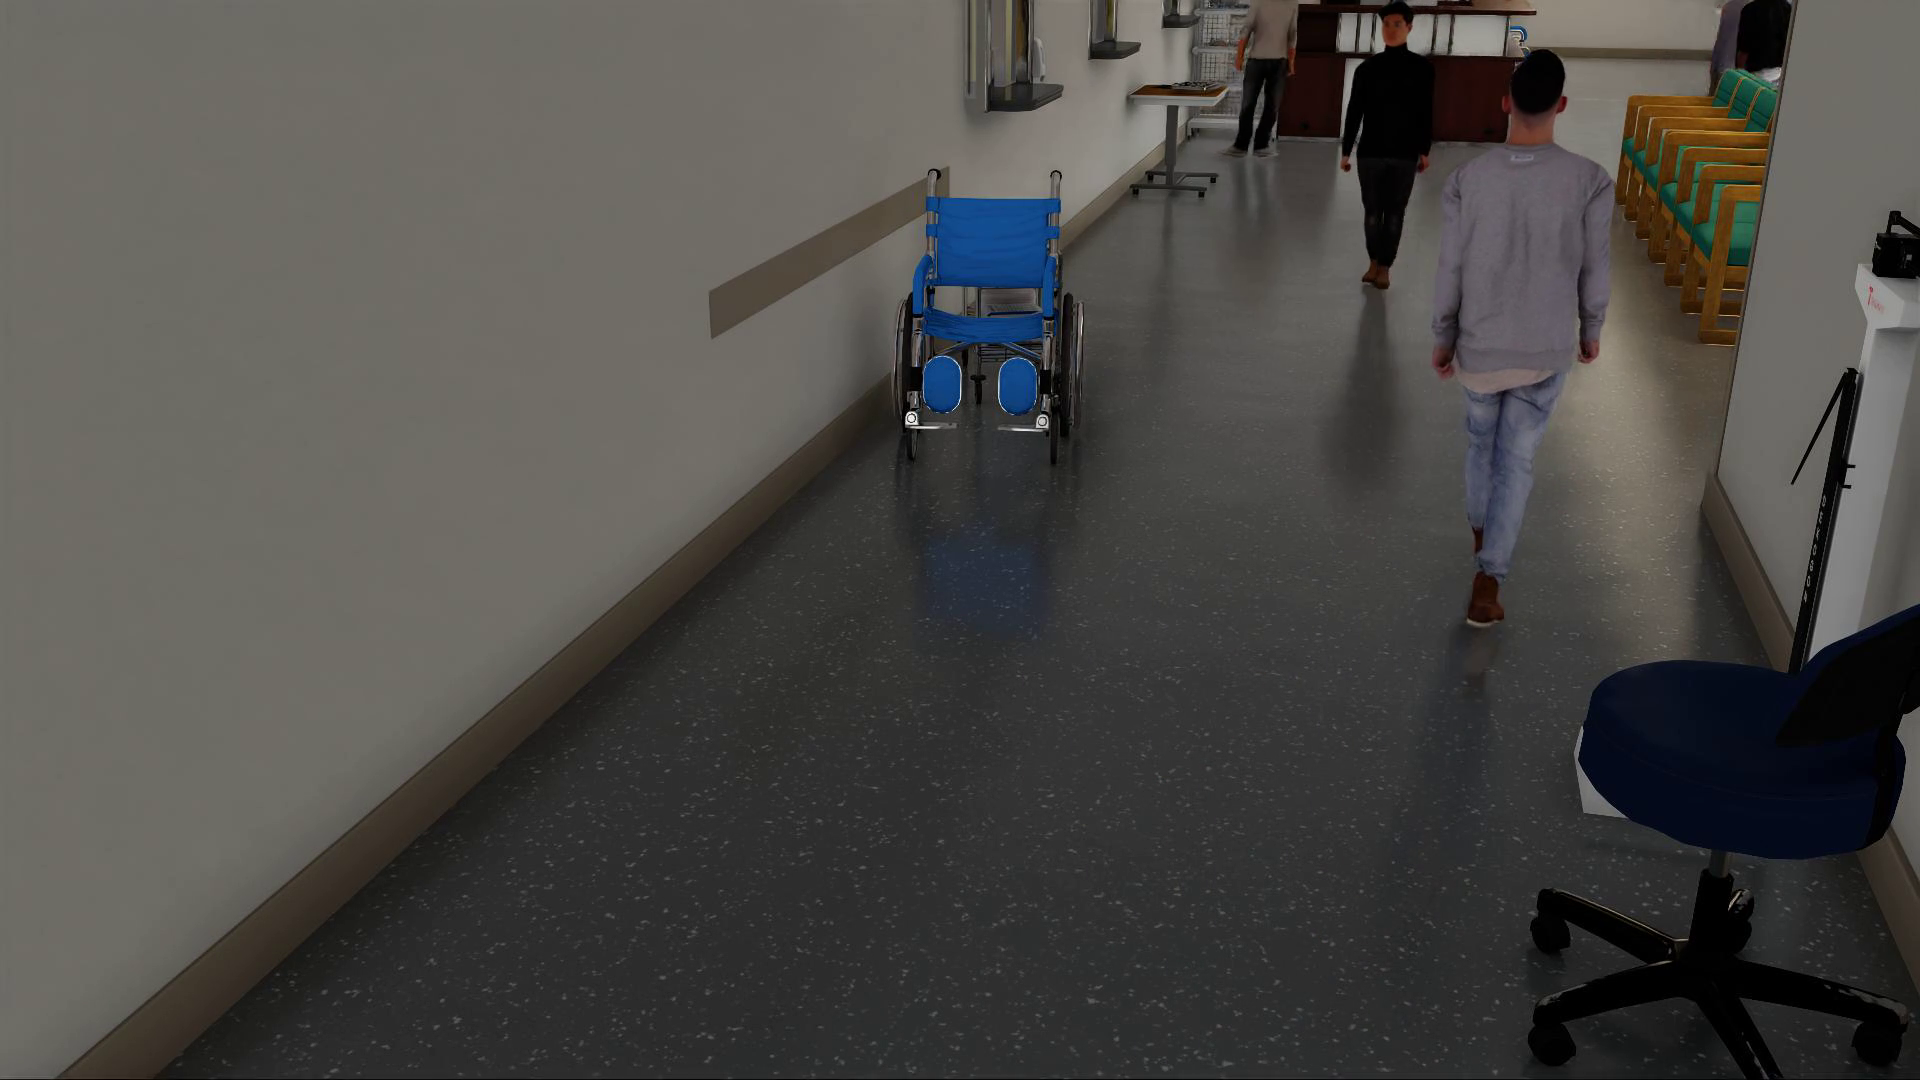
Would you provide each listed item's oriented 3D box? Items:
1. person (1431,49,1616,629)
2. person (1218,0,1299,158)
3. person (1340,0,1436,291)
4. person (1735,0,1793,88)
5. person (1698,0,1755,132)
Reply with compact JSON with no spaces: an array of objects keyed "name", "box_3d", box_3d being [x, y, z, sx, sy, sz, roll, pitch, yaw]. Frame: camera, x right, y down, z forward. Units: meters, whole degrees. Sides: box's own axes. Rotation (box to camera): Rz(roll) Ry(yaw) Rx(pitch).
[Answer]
[{"name":"person","box_3d":[1.772,-0.588,5.314,1.152,1.795,0.908,10,23,24]},{"name":"person","box_3d":[2.831,-4.496,15.652,0.662,1.781,0.937,2,21,4]},{"name":"person","box_3d":[2.668,-2.427,10.300,0.912,1.702,0.843,10,23,25]},{"name":"person","box_3d":[7.205,-4.181,14.858,1.178,1.753,1.052,-4,21,-10]},{"name":"person","box_3d":[7.369,-4.561,16.038,0.967,1.814,0.898,-8,22,-21]}]
